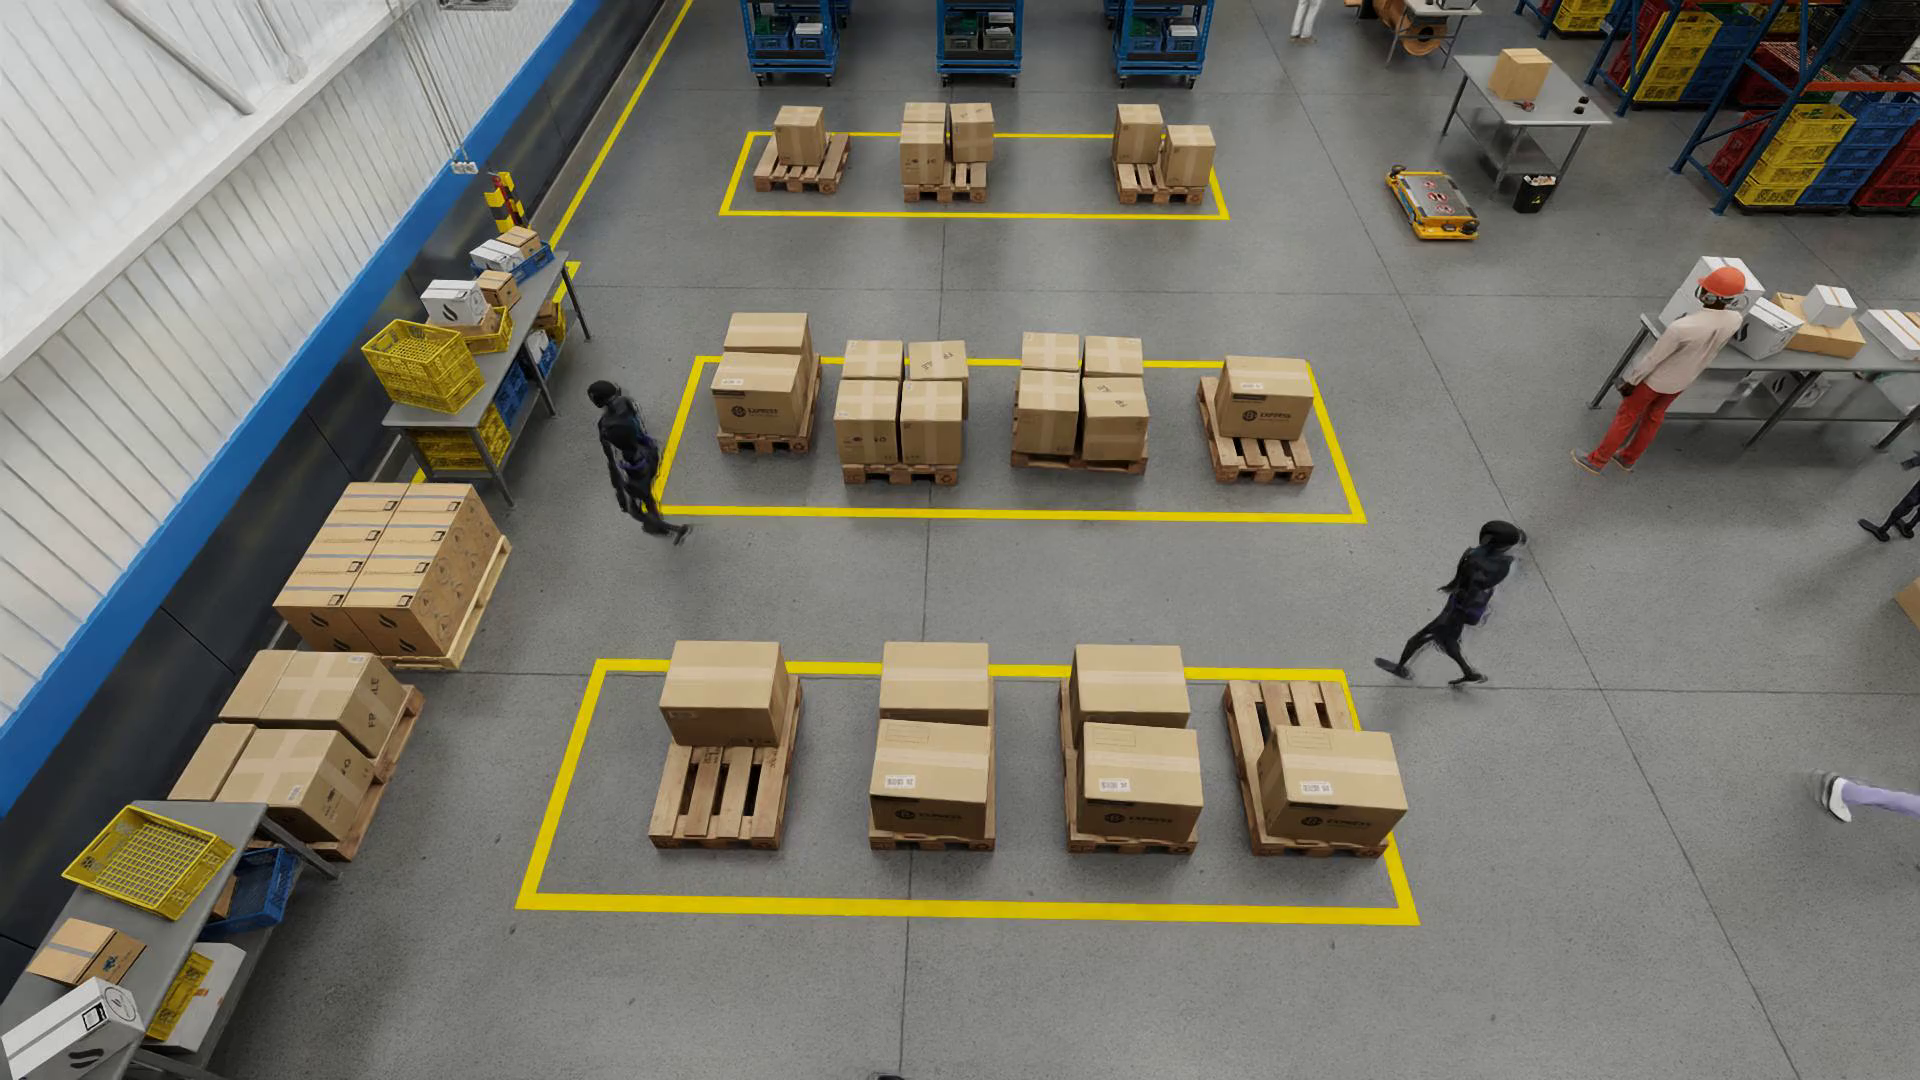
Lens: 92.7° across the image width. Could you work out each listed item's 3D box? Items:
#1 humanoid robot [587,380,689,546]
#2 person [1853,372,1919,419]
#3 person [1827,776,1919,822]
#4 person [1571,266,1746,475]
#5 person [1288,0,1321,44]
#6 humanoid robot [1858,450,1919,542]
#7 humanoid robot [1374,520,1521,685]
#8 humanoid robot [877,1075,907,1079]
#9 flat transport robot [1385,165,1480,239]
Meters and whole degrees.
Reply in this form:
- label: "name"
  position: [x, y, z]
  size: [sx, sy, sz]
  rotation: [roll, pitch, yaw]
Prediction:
- label: "humanoid robot"
  position: [-2.485, -0.557, 7.083]
  size: [0.424, 1.635, 0.615]
  rotation: [4, 49, 4]
- label: "person"
  position: [9.026, -1.945, 8.263]
  size: [0.533, 1.708, 0.946]
  rotation: [-5, 49, -4]
- label: "person"
  position: [6.090, 1.373, 5.278]
  size: [0.612, 1.879, 0.909]
  rotation: [-26, 54, -20]
- label: "person"
  position: [5.806, -1.355, 7.572]
  size: [0.615, 1.986, 0.395]
  rotation: [-7, 50, -6]
- label: "person"
  position: [5.411, -8.521, 13.843]
  size: [0.375, 1.880, 0.581]
  rotation: [-17, 51, -14]
- label: "humanoid robot"
  position: [7.825, -0.655, 7.161]
  size: [0.599, 1.653, 0.331]
  rotation: [-4, 49, -3]
- label: "humanoid robot"
  position: [3.442, 0.477, 6.208]
  size: [0.605, 1.639, 0.570]
  rotation: [31, 56, 24]
- label: "humanoid robot"
  position: [-0.398, 2.804, 4.214]
  size: [0.764, 1.649, 0.591]
  rotation: [1, 49, 1]
- label: "flat transport robot"
  position: [5.692, -4.094, 11.059]
  size: [0.652, 0.197, 1.431]
  rotation: [1, 49, 1]
